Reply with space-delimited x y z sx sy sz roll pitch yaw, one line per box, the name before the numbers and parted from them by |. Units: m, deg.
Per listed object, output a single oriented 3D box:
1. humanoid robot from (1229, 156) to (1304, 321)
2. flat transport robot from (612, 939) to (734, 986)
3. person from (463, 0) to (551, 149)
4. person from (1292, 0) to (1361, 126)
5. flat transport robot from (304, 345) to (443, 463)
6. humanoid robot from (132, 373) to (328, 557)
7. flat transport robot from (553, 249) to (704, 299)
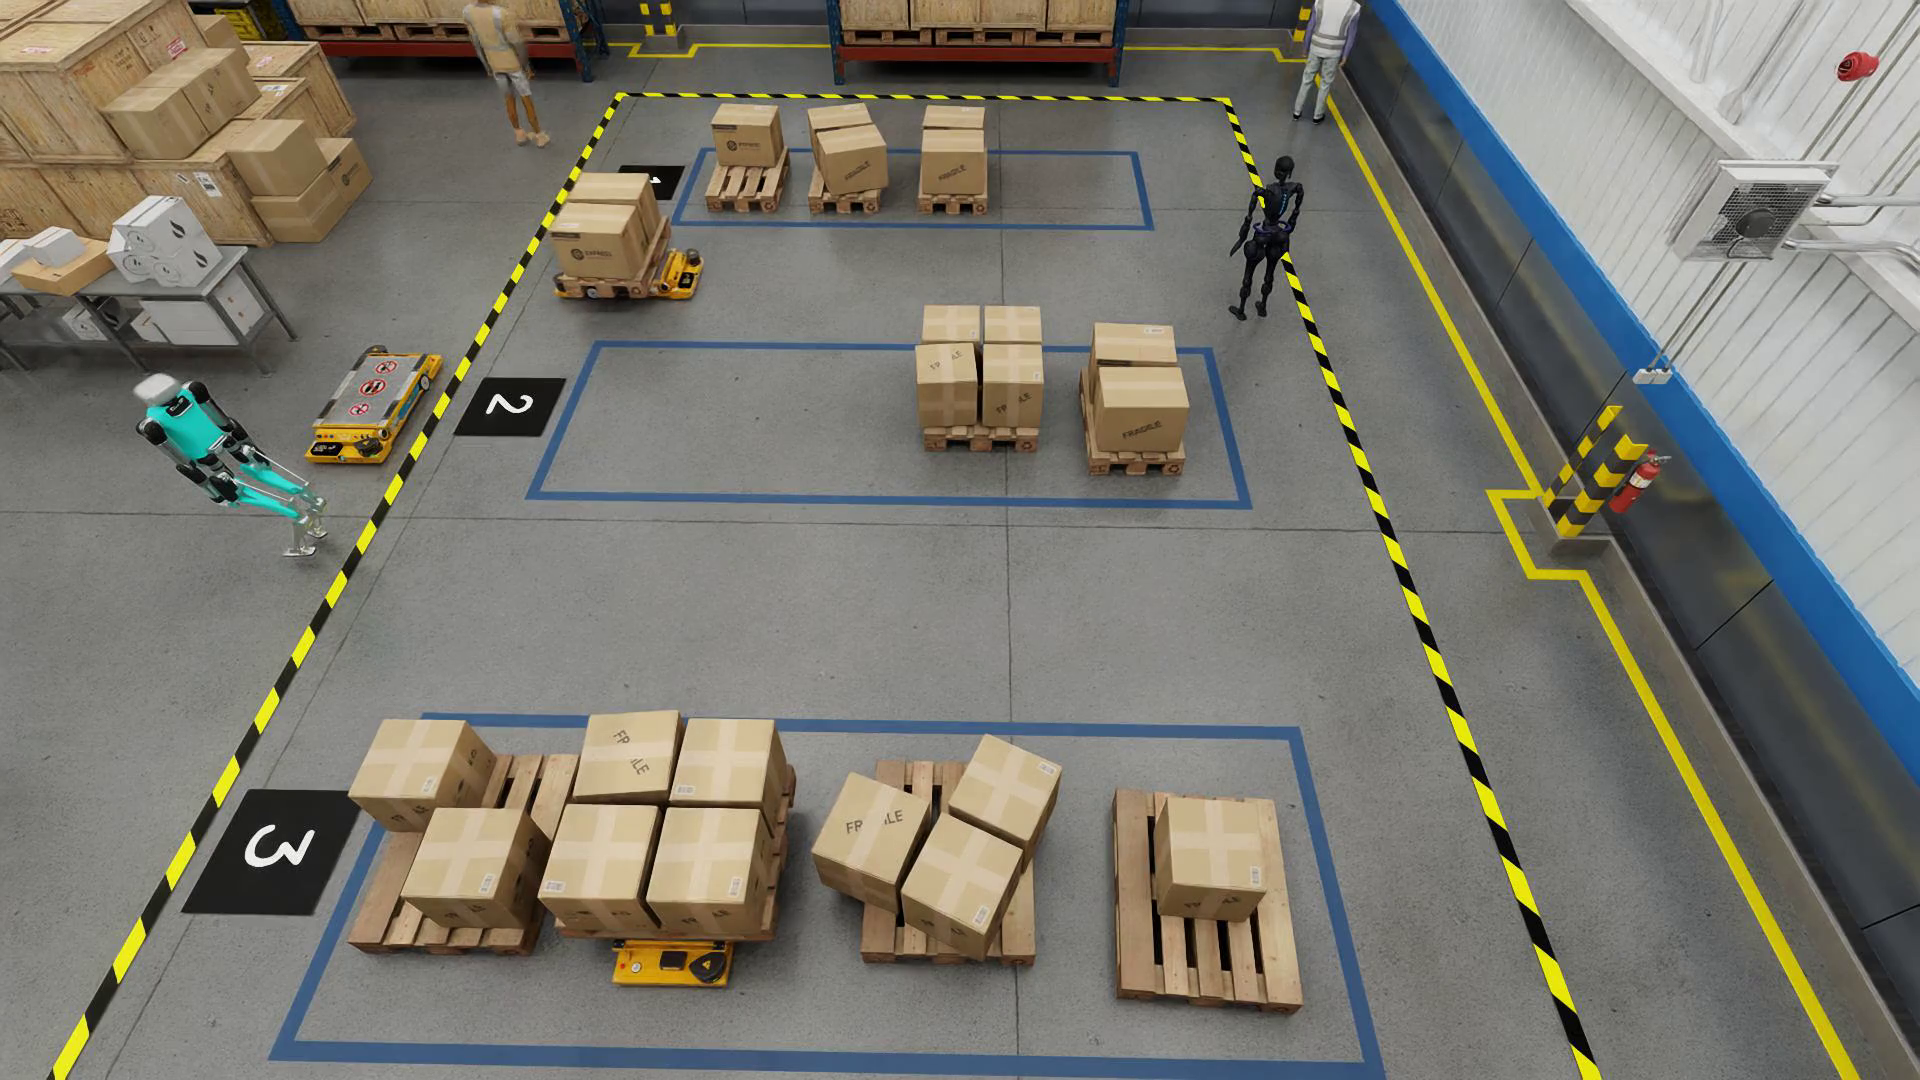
humanoid robot | 2.965 -2.916 8.904 0.599 1.654 0.315 -8 50 -7
flat transport robot | -1.659 1.971 5.681 0.652 0.197 1.431 1 50 1
person | -5.479 -5.772 11.112 0.638 2.022 0.408 7 50 6
person | 4.645 -6.220 11.601 0.598 1.836 0.404 23 53 18
flat transport robot | -5.383 -1.269 8.441 0.659 0.231 1.431 1 50 1
humanoid robot | -5.178 -0.488 6.730 0.735 1.677 0.533 8 50 7
flat transport robot | -3.521 -2.852 9.762 1.431 0.197 0.652 1 50 1
